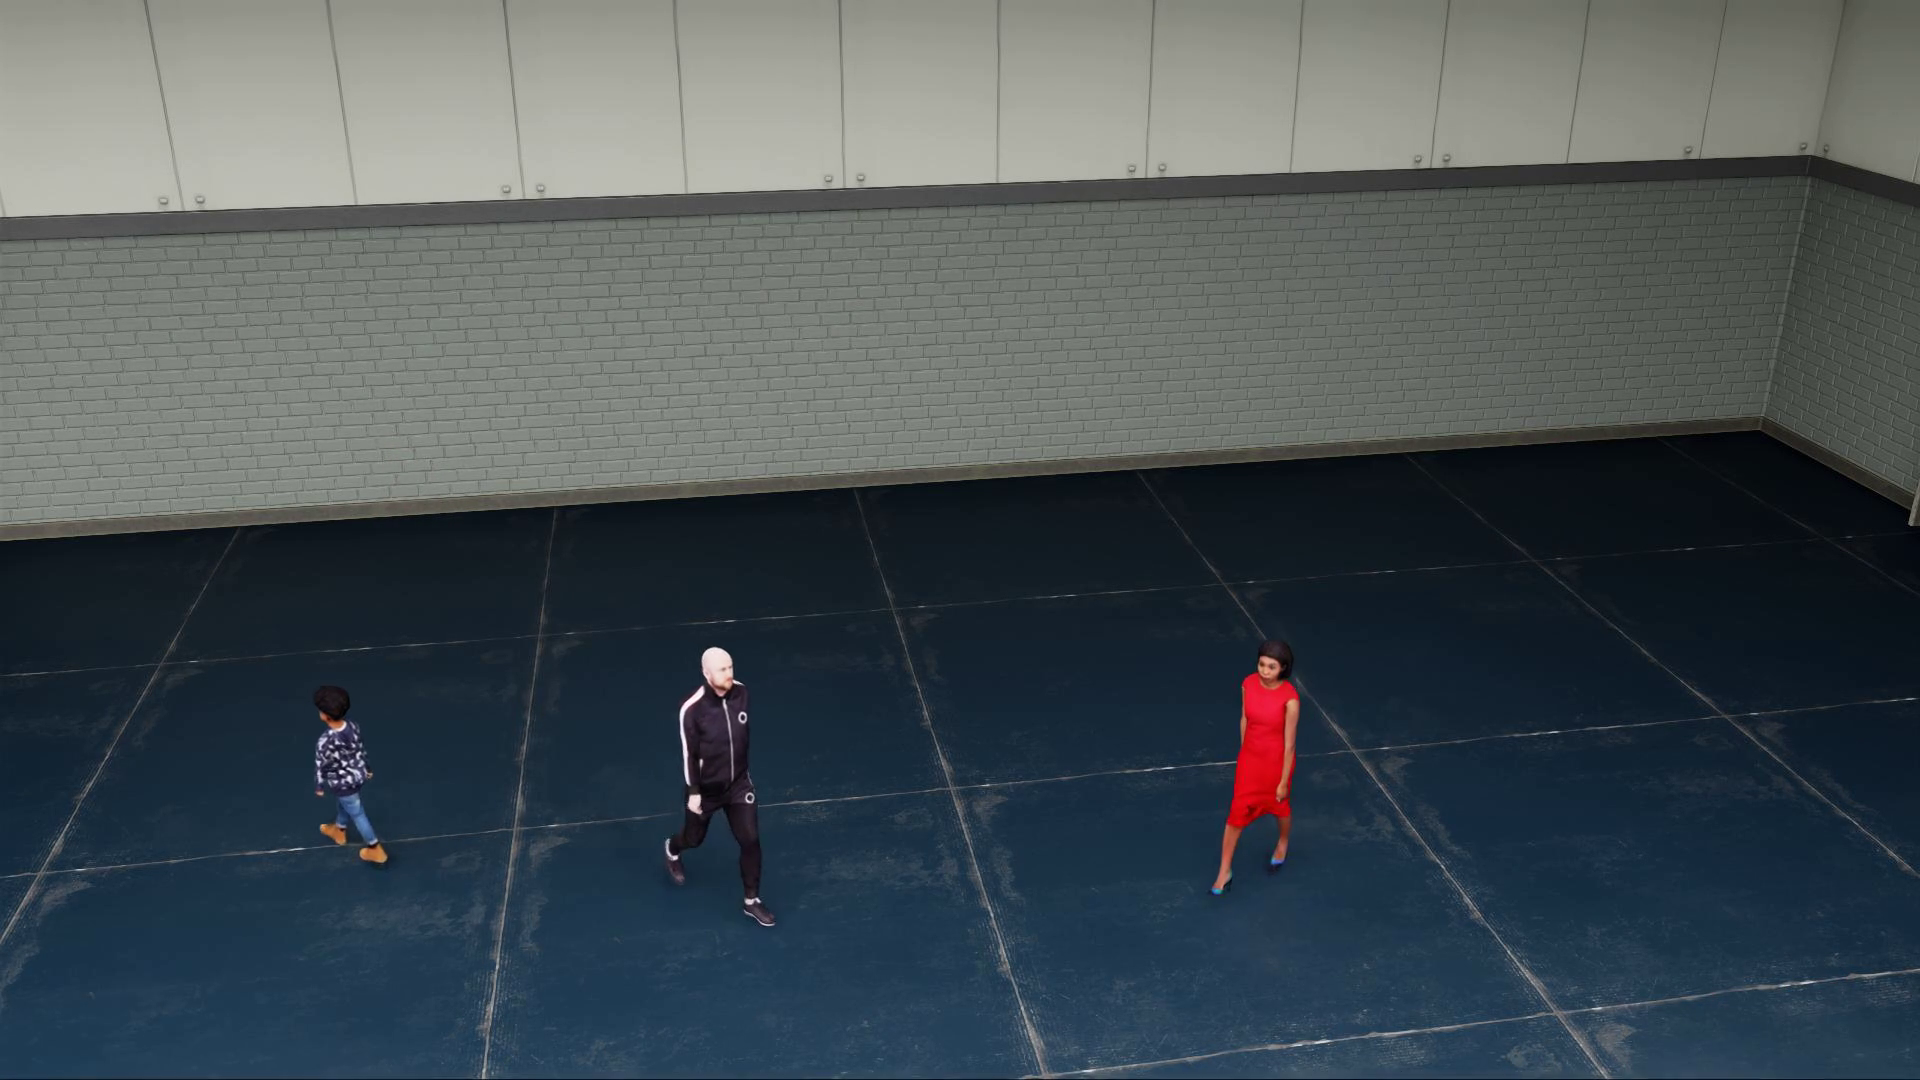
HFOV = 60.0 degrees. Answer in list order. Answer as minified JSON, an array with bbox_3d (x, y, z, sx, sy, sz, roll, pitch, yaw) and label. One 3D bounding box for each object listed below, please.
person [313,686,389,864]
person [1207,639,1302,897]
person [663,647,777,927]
[{"bbox_3d":[-3.916,1.536,10.693,0.847,1.221,0.853,10,25,23],"label":"person"},{"bbox_3d":[1.972,1.383,10.436,1.056,1.702,1.102,16,28,34],"label":"person"},{"bbox_3d":[-1.536,1.465,10.116,1.048,1.803,1.272,-18,29,-36],"label":"person"}]
